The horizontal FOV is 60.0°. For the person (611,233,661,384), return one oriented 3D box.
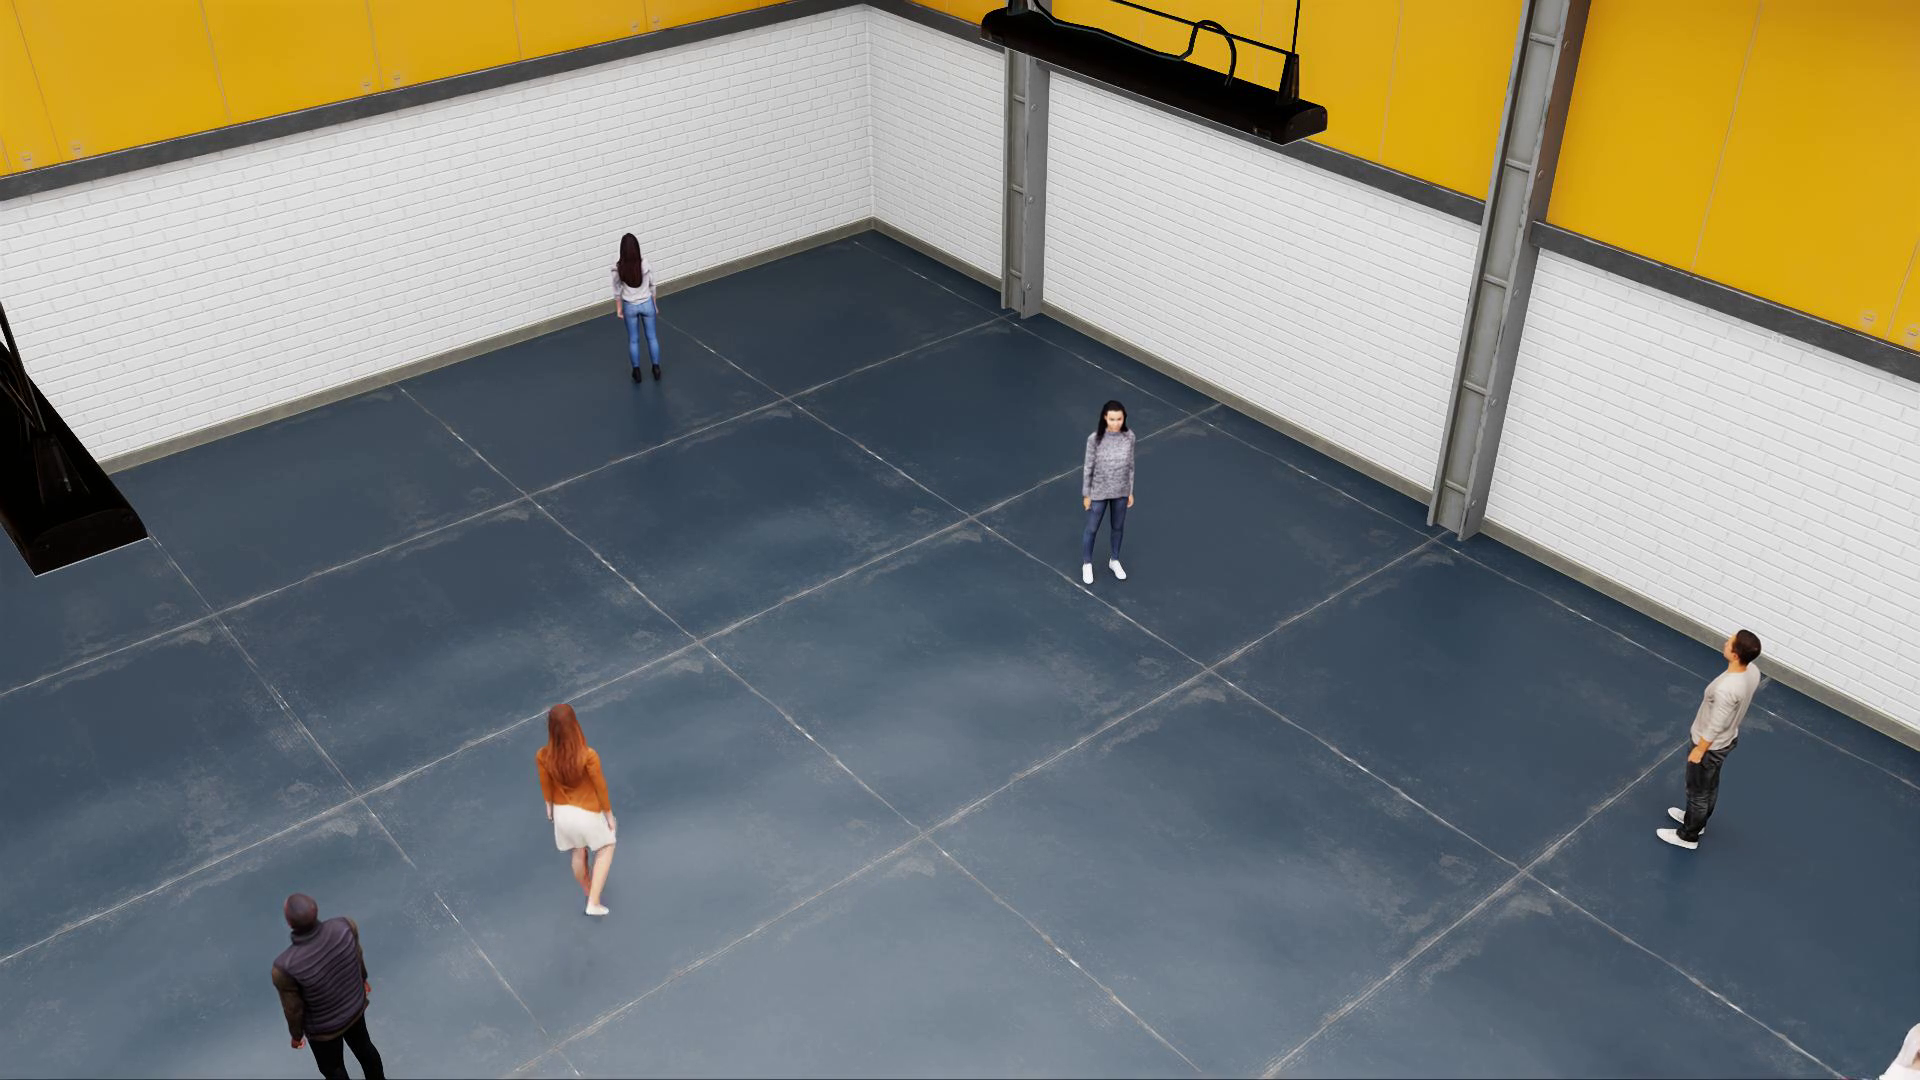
[{"bbox_3d":[-3.355,-2.429,17.383,0.666,1.630,0.659,-8,34,-11],"label":"person"}]

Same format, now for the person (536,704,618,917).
[{"bbox_3d":[-2.505,1.837,10.892,0.827,1.710,0.887,5,34,7],"label":"person"}]

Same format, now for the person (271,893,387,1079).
[{"bbox_3d":[-3.579,2.694,9.489,0.691,1.836,0.758,19,38,26],"label":"person"}]

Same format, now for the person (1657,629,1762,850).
[{"bbox_3d":[5.226,1.372,11.500,0.581,1.812,0.687,26,42,34],"label":"person"}]

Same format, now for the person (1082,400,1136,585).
[{"bbox_3d":[1.278,-0.434,14.288,0.687,1.732,0.681,-7,34,-10],"label":"person"}]
